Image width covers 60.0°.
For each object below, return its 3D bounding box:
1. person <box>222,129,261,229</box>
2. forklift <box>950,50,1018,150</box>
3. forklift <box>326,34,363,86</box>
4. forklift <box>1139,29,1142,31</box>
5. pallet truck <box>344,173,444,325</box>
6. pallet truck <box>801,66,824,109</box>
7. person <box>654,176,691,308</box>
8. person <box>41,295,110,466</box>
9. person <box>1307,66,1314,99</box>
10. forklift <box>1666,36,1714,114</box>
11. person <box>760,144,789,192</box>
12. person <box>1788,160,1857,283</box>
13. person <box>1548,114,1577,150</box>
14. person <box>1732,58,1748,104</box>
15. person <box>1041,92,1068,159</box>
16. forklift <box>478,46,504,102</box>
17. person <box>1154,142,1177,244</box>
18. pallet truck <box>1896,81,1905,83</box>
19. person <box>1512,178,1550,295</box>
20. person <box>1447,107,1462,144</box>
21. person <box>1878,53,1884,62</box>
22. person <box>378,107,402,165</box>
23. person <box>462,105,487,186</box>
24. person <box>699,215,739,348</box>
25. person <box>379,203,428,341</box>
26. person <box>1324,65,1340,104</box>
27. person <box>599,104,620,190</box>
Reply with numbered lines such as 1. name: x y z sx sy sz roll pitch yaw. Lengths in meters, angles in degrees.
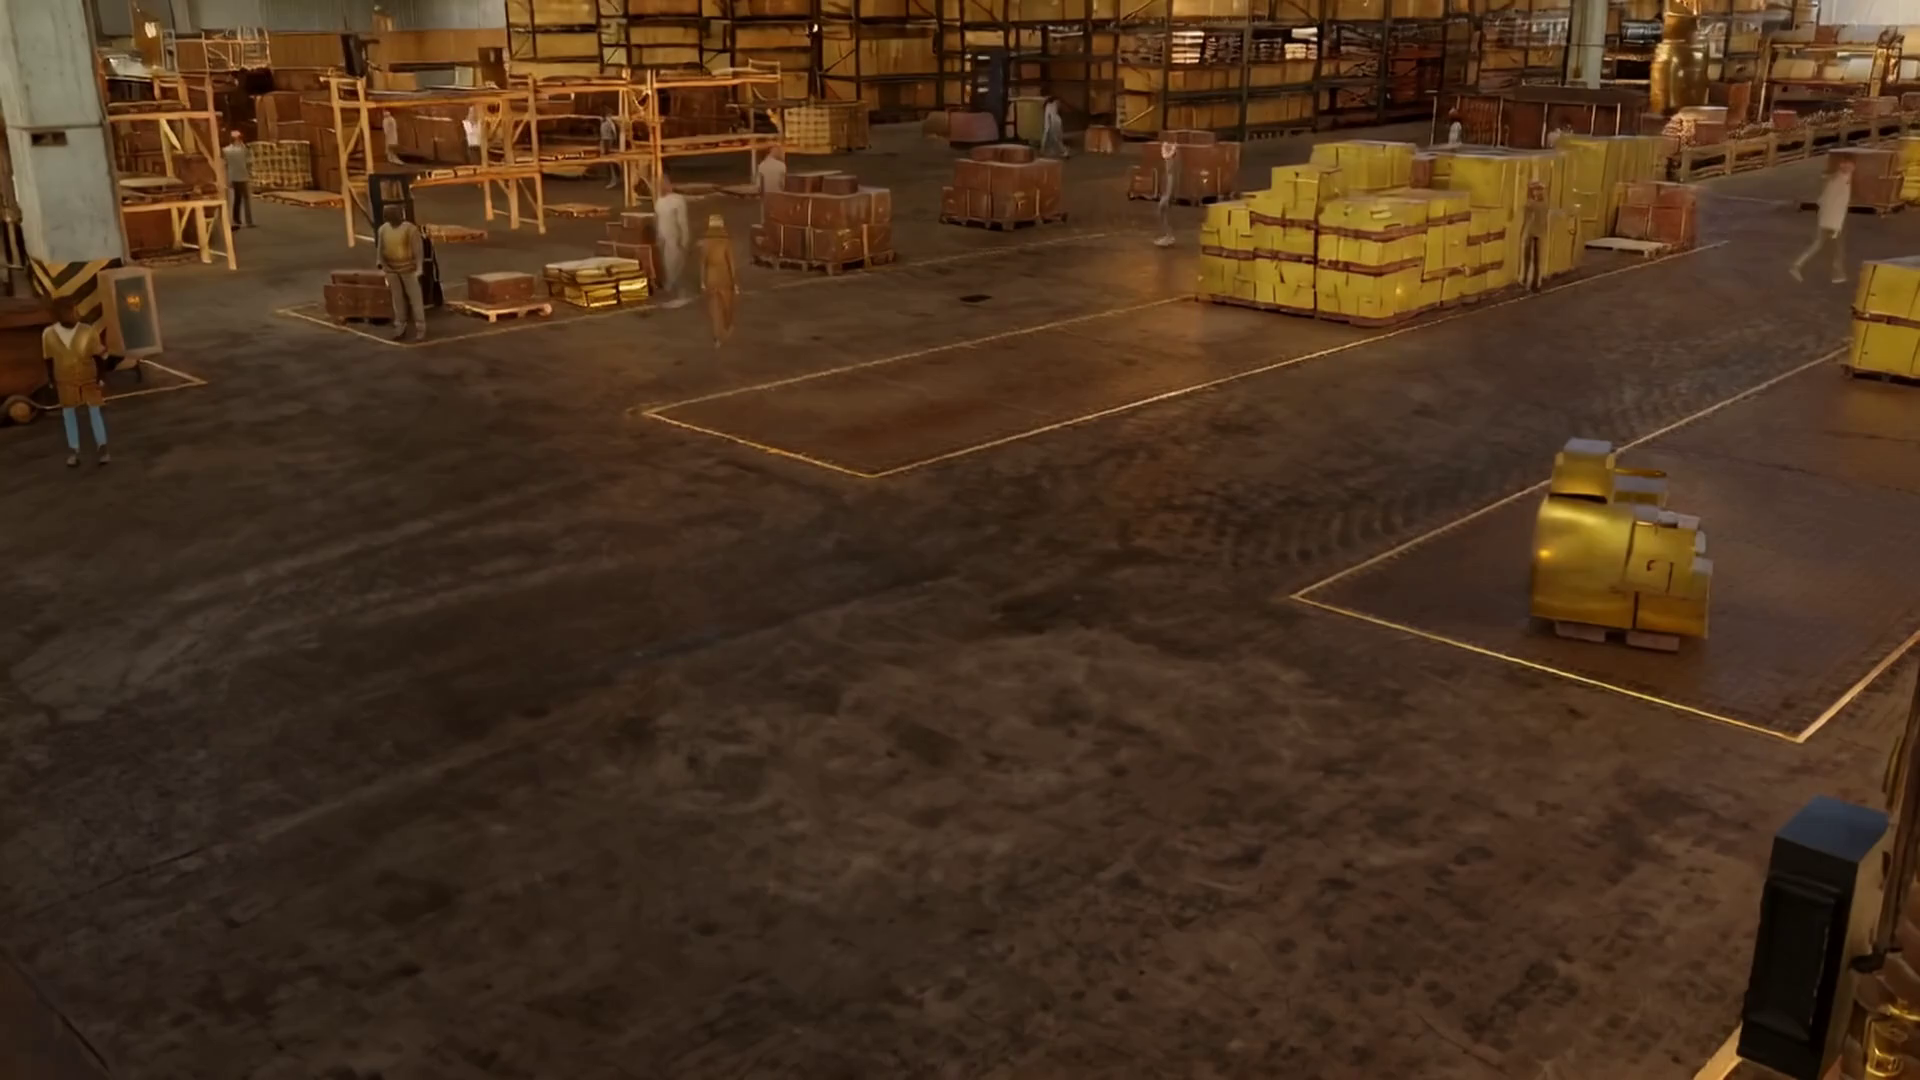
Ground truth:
1. person: -14.089 -7.054 32.525 0.587 1.928 0.362 7 20 21
2. forklift: 0.682 -12.765 48.241 1.129 2.768 1.873 17 25 41
3. forklift: -23.631 -18.242 64.744 1.129 2.768 1.873 17 25 41
4. forklift: 8.250 -21.337 74.066 1.873 2.768 1.129 -16 24 -39
5. pallet truck: -8.209 -4.181 23.757 0.823 1.965 1.885 3 19 9
6. pallet truck: -4.812 -15.182 56.903 0.823 1.965 1.885 -9 21 -26
7. person: -4.352 -4.379 24.514 0.794 1.893 0.675 -16 24 -40
8. person: -8.697 -1.572 16.364 0.535 1.700 0.318 -5 19 -16
9. person: 12.999 -16.560 61.363 0.470 1.813 0.634 15 23 38
10. forklift: 27.341 -17.291 61.877 1.129 2.768 1.873 17 25 41
11. person: -3.315 -6.099 29.721 0.633 1.892 1.013 8 20 24
12. person: 13.813 -5.055 26.460 0.922 1.963 0.615 -3 19 -9
13. person: 12.923 -8.125 35.573 0.692 2.000 1.056 -4 19 -11
14. person: 30.898 -18.112 65.853 0.701 1.924 0.634 -10 21 -27
15. person: 2.539 -11.352 45.630 0.773 1.838 0.521 2 18 6
16. forklift: -14.397 -13.832 51.456 1.129 2.768 1.873 17 25 41
17. person: 3.767 -6.363 30.551 0.551 1.851 0.569 3 19 8
18. pallet truck: 34.802 -16.331 61.455 0.653 1.274 1.630 17 25 41
19. person: 8.802 -4.667 25.585 0.524 1.769 0.308 -11 21 -30
20. person: 11.319 -8.945 38.211 0.376 1.934 0.548 7 20 20
21. person: 38.359 -19.368 69.565 0.626 1.969 0.448 2 18 5
22. person: -13.879 -9.606 40.263 0.982 1.883 0.570 2 18 6
23. person: -11.541 -9.368 39.561 0.609 1.873 0.952 1 18 3
24. person: -3.183 -3.429 21.973 0.503 1.691 0.928 -3 19 -10
25. person: -7.428 -3.555 22.142 0.621 1.834 0.430 4 19 12
26. person: 15.217 -18.579 67.777 0.855 1.587 0.502 17 25 41
27. person: -8.182 -9.168 38.842 0.390 1.959 0.603 3 19 8
